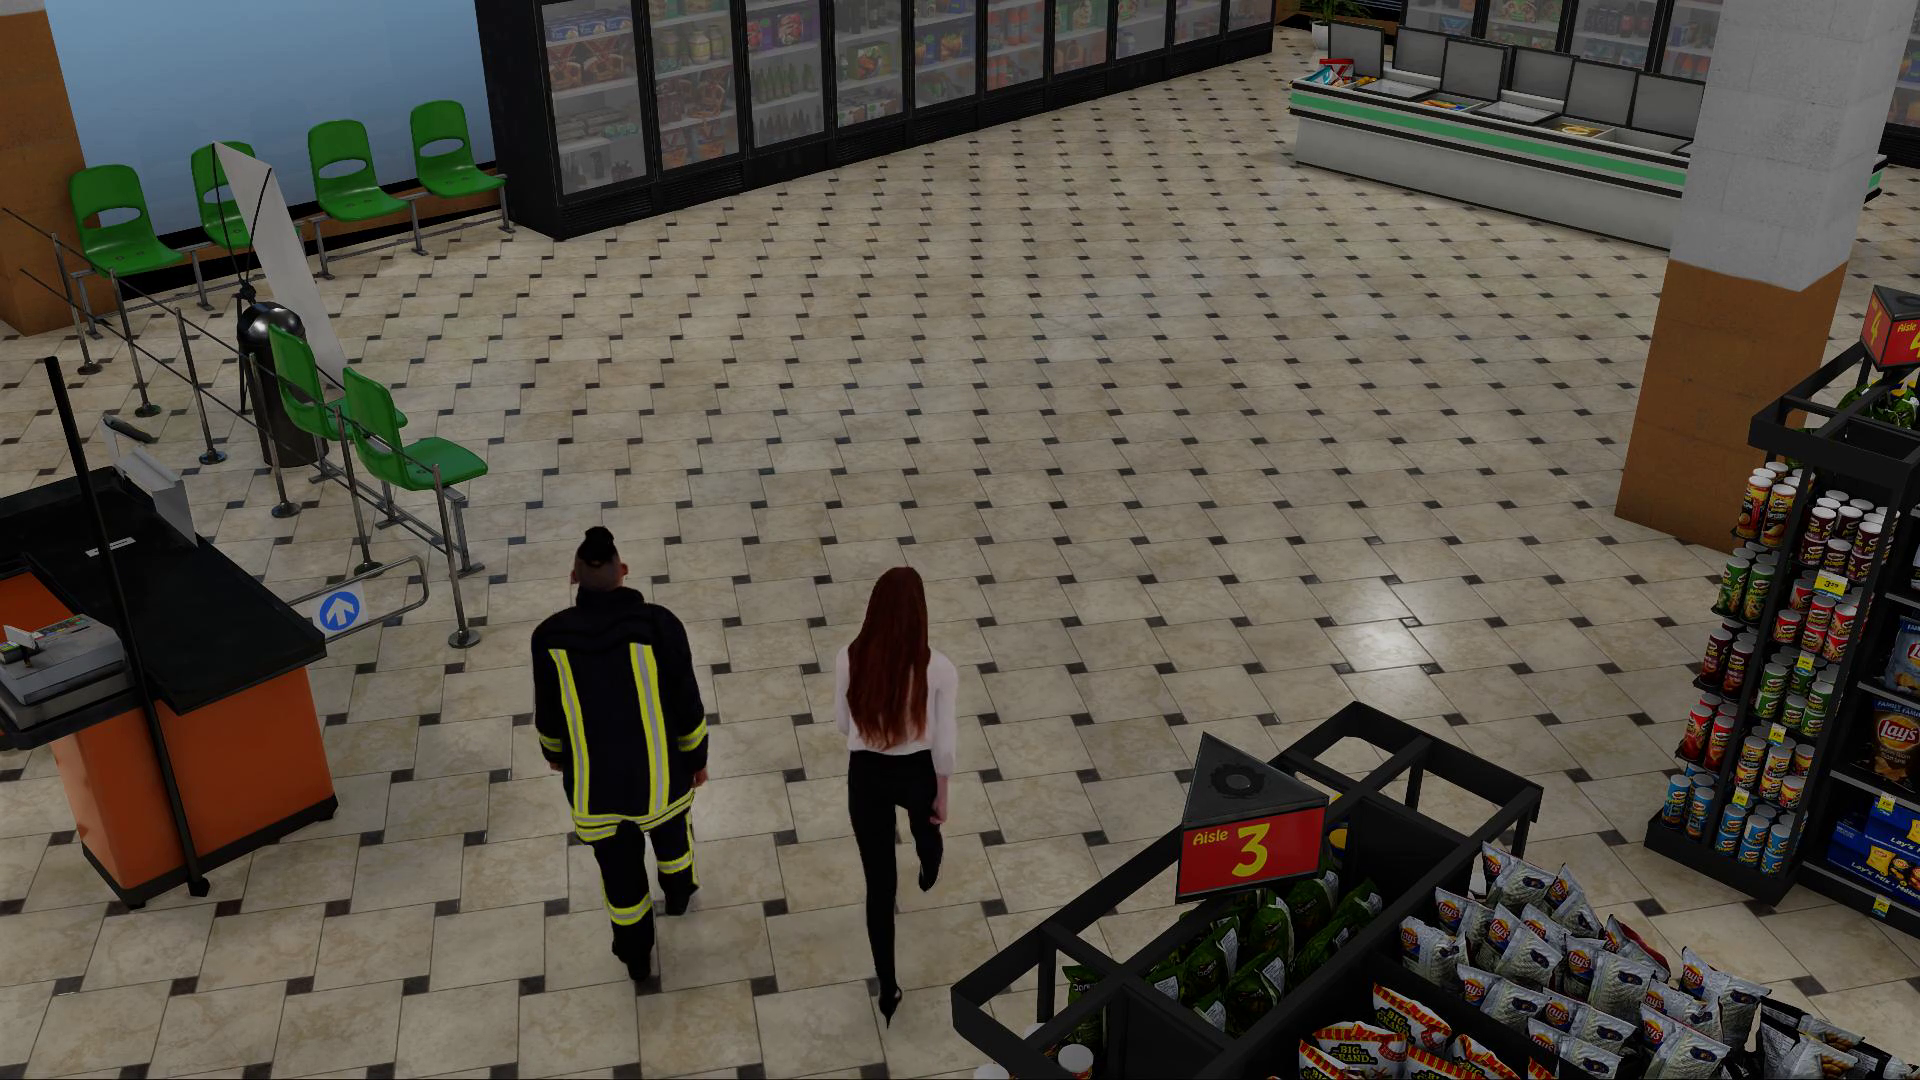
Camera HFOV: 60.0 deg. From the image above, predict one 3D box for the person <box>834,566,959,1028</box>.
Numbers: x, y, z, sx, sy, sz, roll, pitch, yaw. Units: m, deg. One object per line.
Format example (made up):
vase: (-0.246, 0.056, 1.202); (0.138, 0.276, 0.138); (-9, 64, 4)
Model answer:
person: (-0.246, 0.956, 5.909); (1.140, 1.708, 1.146); (2, 29, 4)

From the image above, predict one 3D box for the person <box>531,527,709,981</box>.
person: (-1.208, 0.820, 6.016); (1.025, 1.844, 1.088); (-3, 29, -6)
